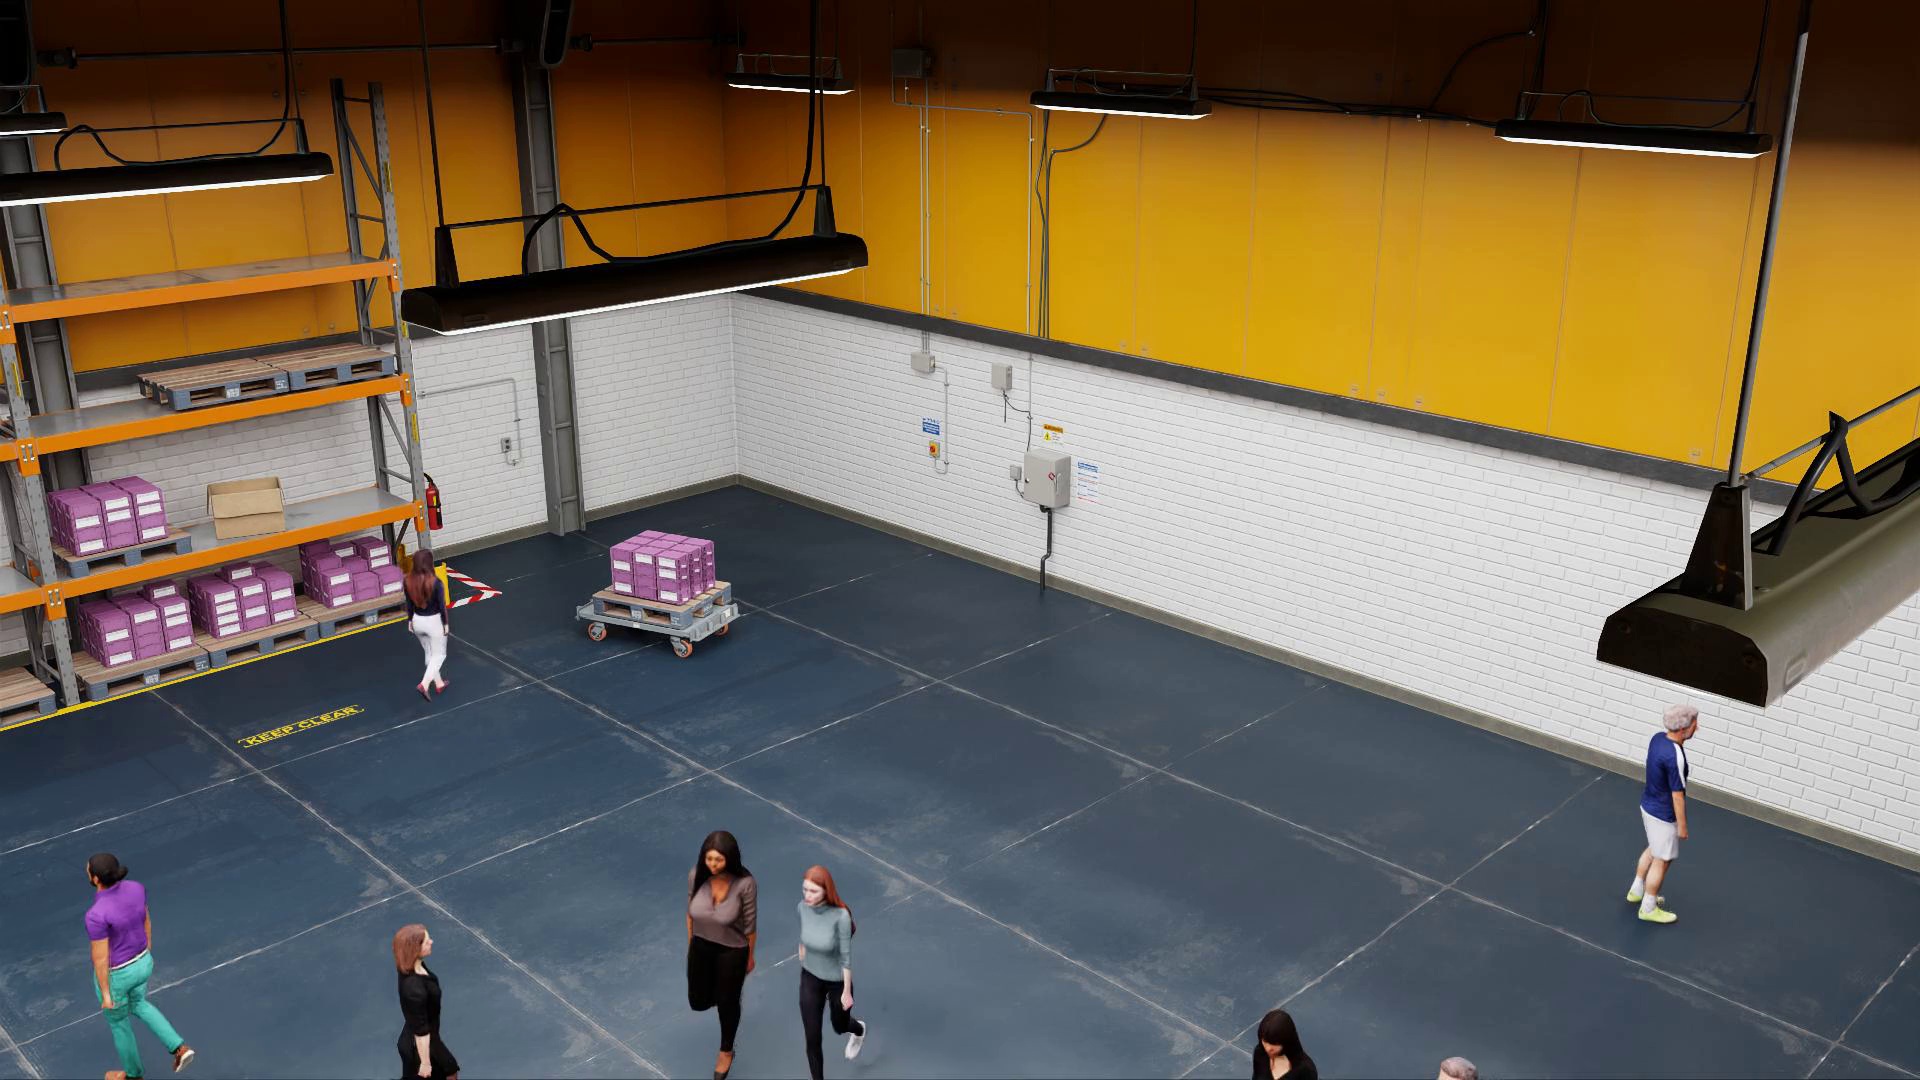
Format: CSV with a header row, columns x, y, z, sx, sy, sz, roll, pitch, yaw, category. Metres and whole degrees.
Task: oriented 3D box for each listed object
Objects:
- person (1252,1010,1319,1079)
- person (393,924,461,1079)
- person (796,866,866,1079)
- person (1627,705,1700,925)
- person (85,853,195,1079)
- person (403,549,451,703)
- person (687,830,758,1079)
x,y,z,sx,sy,sz,roll,pitch,yaw,category
1.922,3.348,9.549,0.612,1.621,0.713,15,24,37,person
-3.361,3.126,10.114,1.087,1.682,0.785,-10,21,-27,person
-0.826,2.866,10.830,0.784,1.717,1.105,12,22,31,person
5.413,2.103,12.916,0.825,1.831,0.749,1,19,3,person
-5.382,2.832,10.864,0.928,1.760,0.932,5,19,15,person
-5.421,0.893,16.886,0.893,1.591,1.034,4,19,12,person
-1.561,2.714,11.117,0.900,1.822,0.993,5,19,15,person
